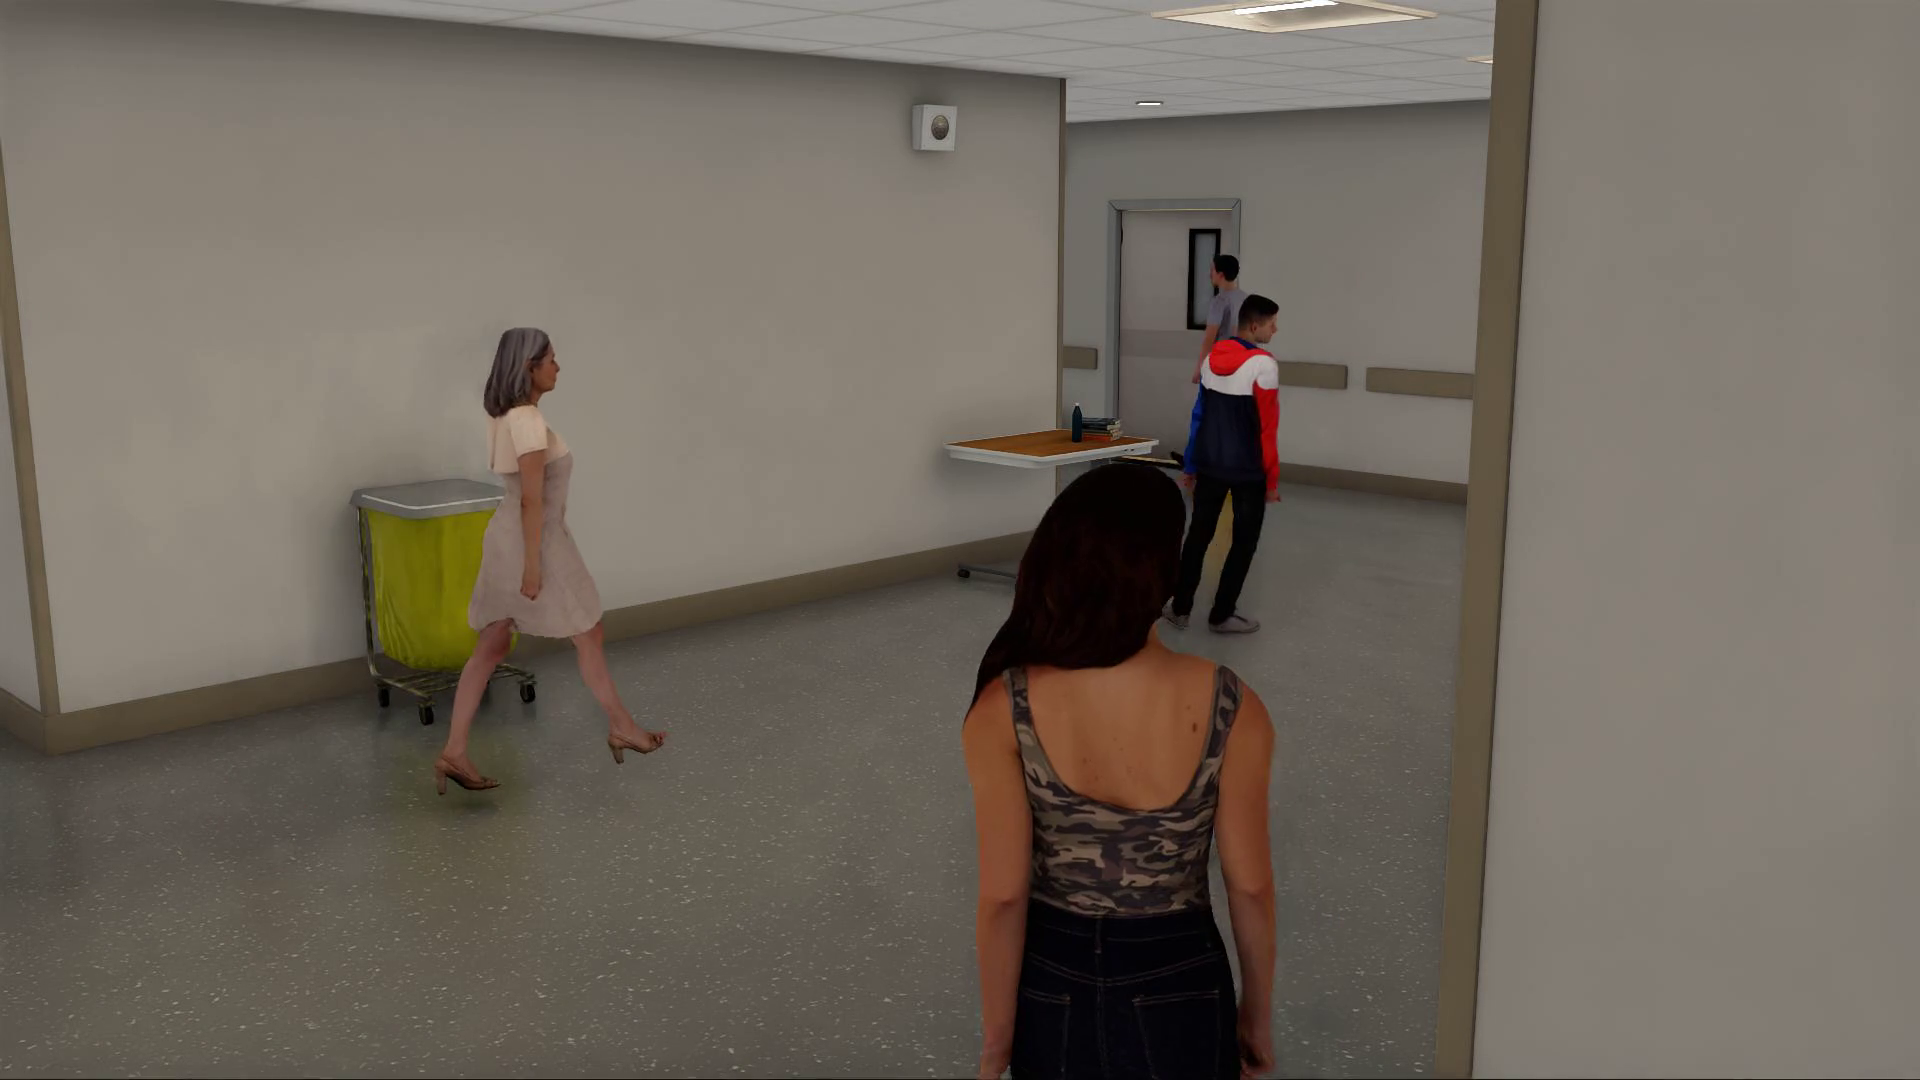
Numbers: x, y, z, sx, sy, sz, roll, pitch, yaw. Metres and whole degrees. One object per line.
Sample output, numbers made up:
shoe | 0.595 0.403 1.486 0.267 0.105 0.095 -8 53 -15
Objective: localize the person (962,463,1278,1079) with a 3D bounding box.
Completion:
person | 0.238 0.795 2.390 1.179 1.732 1.179 1 11 7

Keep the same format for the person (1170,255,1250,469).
person | 2.225 -1.306 13.217 1.180 1.823 0.787 8 13 36

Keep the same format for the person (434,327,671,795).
person | -1.659 0.125 6.057 0.823 1.681 1.122 -7 13 -33

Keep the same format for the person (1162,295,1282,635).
person | 1.330 -0.374 8.526 0.466 1.740 0.891 7 13 32
